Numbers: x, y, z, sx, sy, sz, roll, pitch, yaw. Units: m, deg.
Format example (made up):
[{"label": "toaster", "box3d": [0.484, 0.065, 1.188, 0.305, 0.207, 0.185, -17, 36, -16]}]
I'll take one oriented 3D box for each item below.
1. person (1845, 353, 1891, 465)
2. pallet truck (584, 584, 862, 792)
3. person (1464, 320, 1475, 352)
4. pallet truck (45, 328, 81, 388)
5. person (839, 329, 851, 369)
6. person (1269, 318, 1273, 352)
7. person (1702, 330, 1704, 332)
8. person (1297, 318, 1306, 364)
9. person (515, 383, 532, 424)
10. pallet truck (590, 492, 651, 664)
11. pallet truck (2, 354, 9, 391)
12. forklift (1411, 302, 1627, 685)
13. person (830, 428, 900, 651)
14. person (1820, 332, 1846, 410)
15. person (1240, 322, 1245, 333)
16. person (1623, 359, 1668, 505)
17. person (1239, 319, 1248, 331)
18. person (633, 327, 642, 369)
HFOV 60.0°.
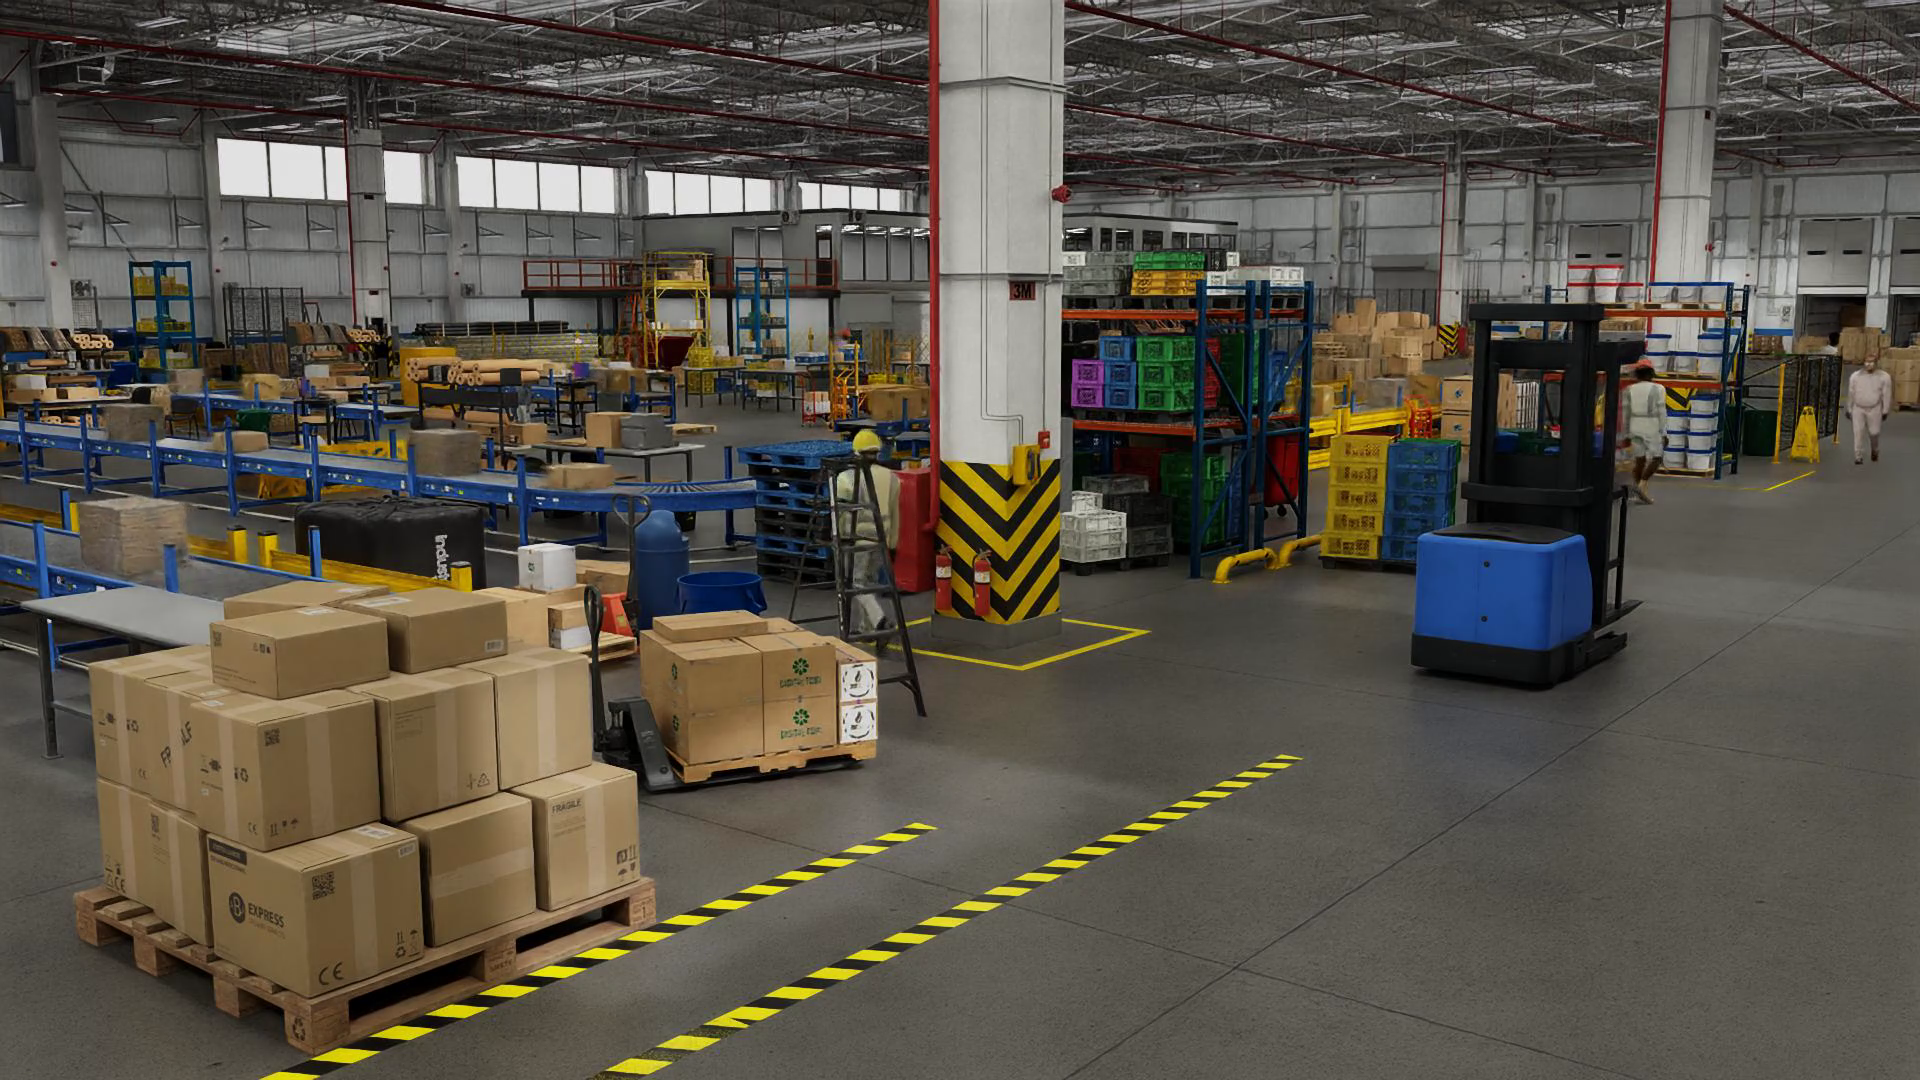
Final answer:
[{"label": "person", "box3d": [15.368, -2.216, 28.167, 0.649, 1.888, 0.465, 6, 10, 35]}, {"label": "pallet truck", "box3d": [-1.426, 0.805, 10.019, 1.601, 1.201, 0.680, -4, 9, -26]}, {"label": "person", "box3d": [24.505, -9.857, 79.837, 0.625, 1.844, 0.429, -3, 9, -19]}, {"label": "pallet truck", "box3d": [-23.775, -4.544, 43.495, 1.885, 1.965, 0.823, 6, 10, 35]}, {"label": "person", "box3d": [-3.447, -5.157, 48.031, 0.902, 1.893, 0.589, 0, 8, -3]}, {"label": "person", "box3d": [15.317, -10.140, 81.728, 0.506, 1.846, 0.350, -3, 9, -17]}, {"label": "person", "box3d": [24.634, -6.395, 55.822, 0.539, 2.000, 0.689, -2, 9, -15]}, {"label": "person", "box3d": [14.151, -8.289, 68.741, 0.375, 1.997, 0.611, -3, 9, -19]}, {"label": "person", "box3d": [-8.119, -2.492, 30.886, 0.284, 1.633, 0.500, -8, 12, -43]}, {"label": "pallet truck", "box3d": [-3.115, 0.344, 12.883, 0.653, 1.274, 1.630, 7, 11, 37]}, {"label": "pallet truck", "box3d": [-24.881, -4.417, 42.634, 1.885, 1.965, 0.823, 8, 11, 41]}, {"label": "forklift", "box3d": [4.379, -0.438, 12.852, 1.129, 2.768, 1.873, 7, 11, 37]}, {"label": "person", "box3d": [-0.731, 0.002, 13.489, 0.599, 1.807, 0.737, -6, 11, -37]}, {"label": "person", "box3d": [21.731, -4.188, 41.312, 0.887, 1.932, 0.630, 7, 11, 41]}, {"label": "person", "box3d": [10.402, -7.036, 60.877, 0.848, 1.828, 0.661, 8, 12, 44]}, {"label": "person", "box3d": [9.374, -1.466, 22.732, 0.541, 1.998, 0.704, -6, 10, -36]}, {"label": "person", "box3d": [11.674, -8.222, 68.543, 0.394, 1.929, 0.603, 2, 9, 15]}, {"label": "person", "box3d": [-11.235, -6.556, 57.964, 0.375, 1.716, 0.519, -3, 9, -19]}]
